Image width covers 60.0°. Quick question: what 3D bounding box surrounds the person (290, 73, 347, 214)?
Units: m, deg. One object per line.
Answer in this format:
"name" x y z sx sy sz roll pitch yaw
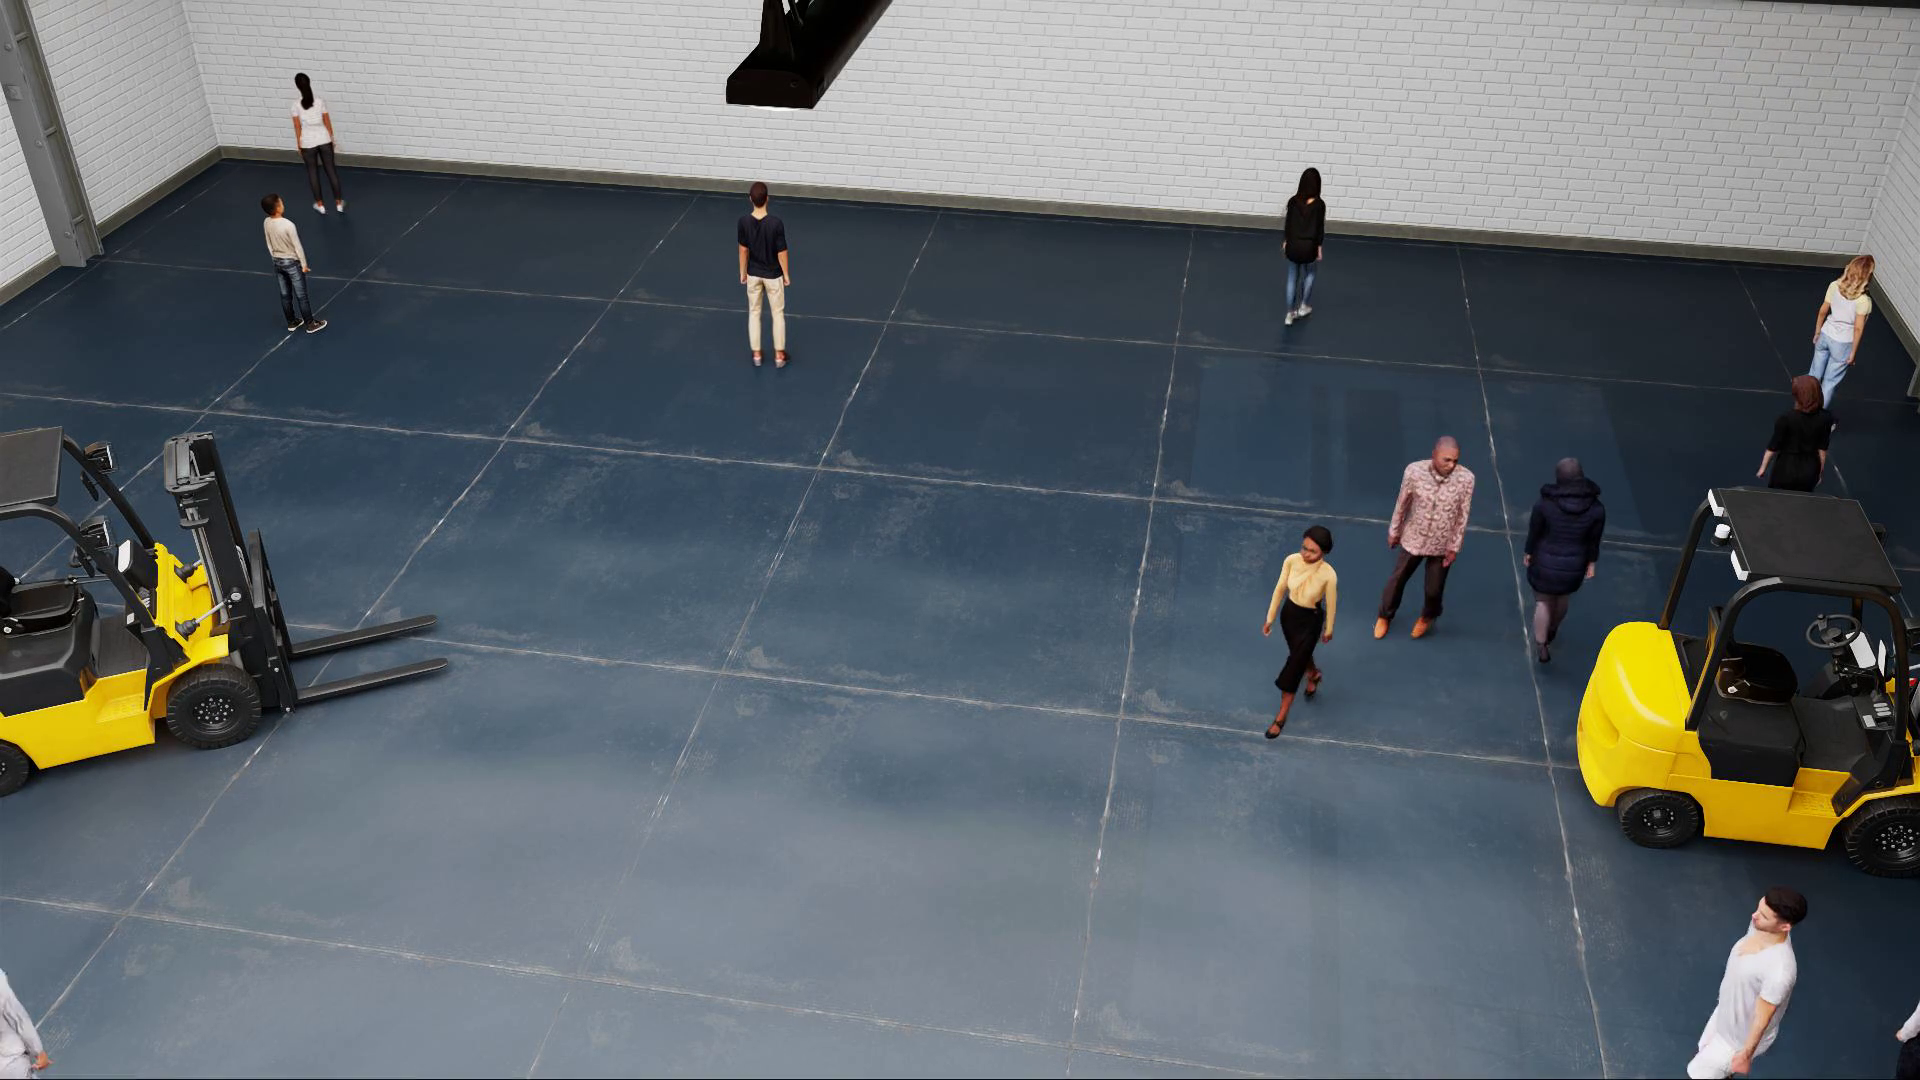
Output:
"person" -7.506 -4.628 19.430 0.687 1.641 0.744 -18 38 -25

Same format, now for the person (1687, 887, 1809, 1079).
"person" 4.118 2.494 8.539 0.790 1.836 0.714 10 35 14

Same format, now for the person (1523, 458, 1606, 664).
"person" 4.377 0.188 12.179 0.698 1.645 0.936 7 34 11

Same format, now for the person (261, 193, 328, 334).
"person" -6.814 -2.800 16.839 0.571 1.465 0.547 11 35 15

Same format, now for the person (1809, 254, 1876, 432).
"person" 7.942 -1.784 15.078 0.770 1.722 0.661 -13 36 -19

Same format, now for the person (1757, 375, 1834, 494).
"person" 6.649 -0.490 13.178 0.719 1.670 0.620 8 34 12

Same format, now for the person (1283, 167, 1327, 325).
"person" 3.466 -2.960 16.925 0.689 1.636 0.744 15 36 21

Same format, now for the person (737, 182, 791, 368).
"person" -1.895 -2.568 16.140 0.641 1.851 0.553 4 34 6

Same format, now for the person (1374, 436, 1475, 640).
"person" 3.524 -0.036 12.388 0.763 1.788 0.795 15 37 22

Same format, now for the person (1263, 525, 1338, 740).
"person" 2.431 0.571 11.632 0.926 1.615 1.072 28 43 36
